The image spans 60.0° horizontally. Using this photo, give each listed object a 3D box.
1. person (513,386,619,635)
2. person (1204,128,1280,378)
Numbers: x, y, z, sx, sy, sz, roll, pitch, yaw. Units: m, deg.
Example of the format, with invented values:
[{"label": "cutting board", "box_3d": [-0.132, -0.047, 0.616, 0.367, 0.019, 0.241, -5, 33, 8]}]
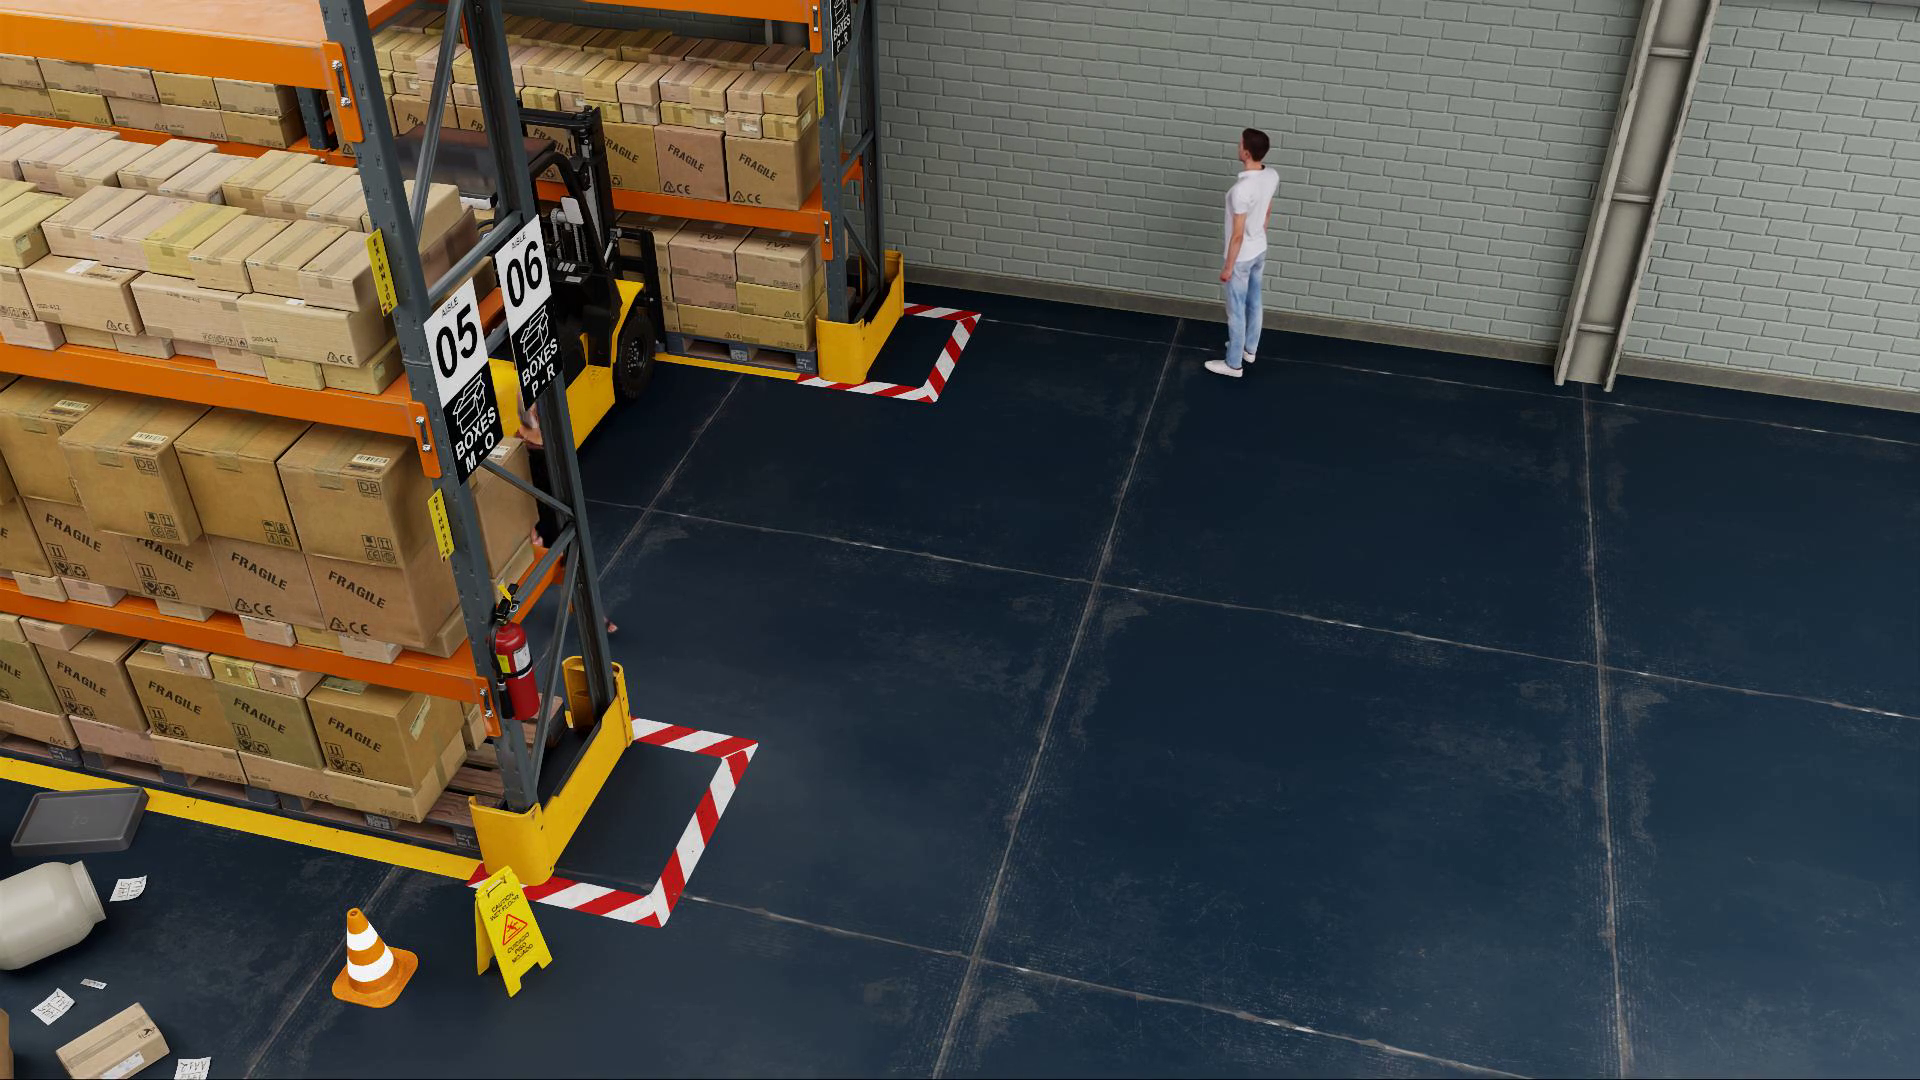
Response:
[{"label": "person", "box_3d": [-2.414, -0.204, 9.535, 1.073, 1.716, 0.682, 13, 39, 16]}, {"label": "person", "box_3d": [2.038, -2.033, 11.829, 0.698, 1.850, 0.722, 26, 44, 30]}]
